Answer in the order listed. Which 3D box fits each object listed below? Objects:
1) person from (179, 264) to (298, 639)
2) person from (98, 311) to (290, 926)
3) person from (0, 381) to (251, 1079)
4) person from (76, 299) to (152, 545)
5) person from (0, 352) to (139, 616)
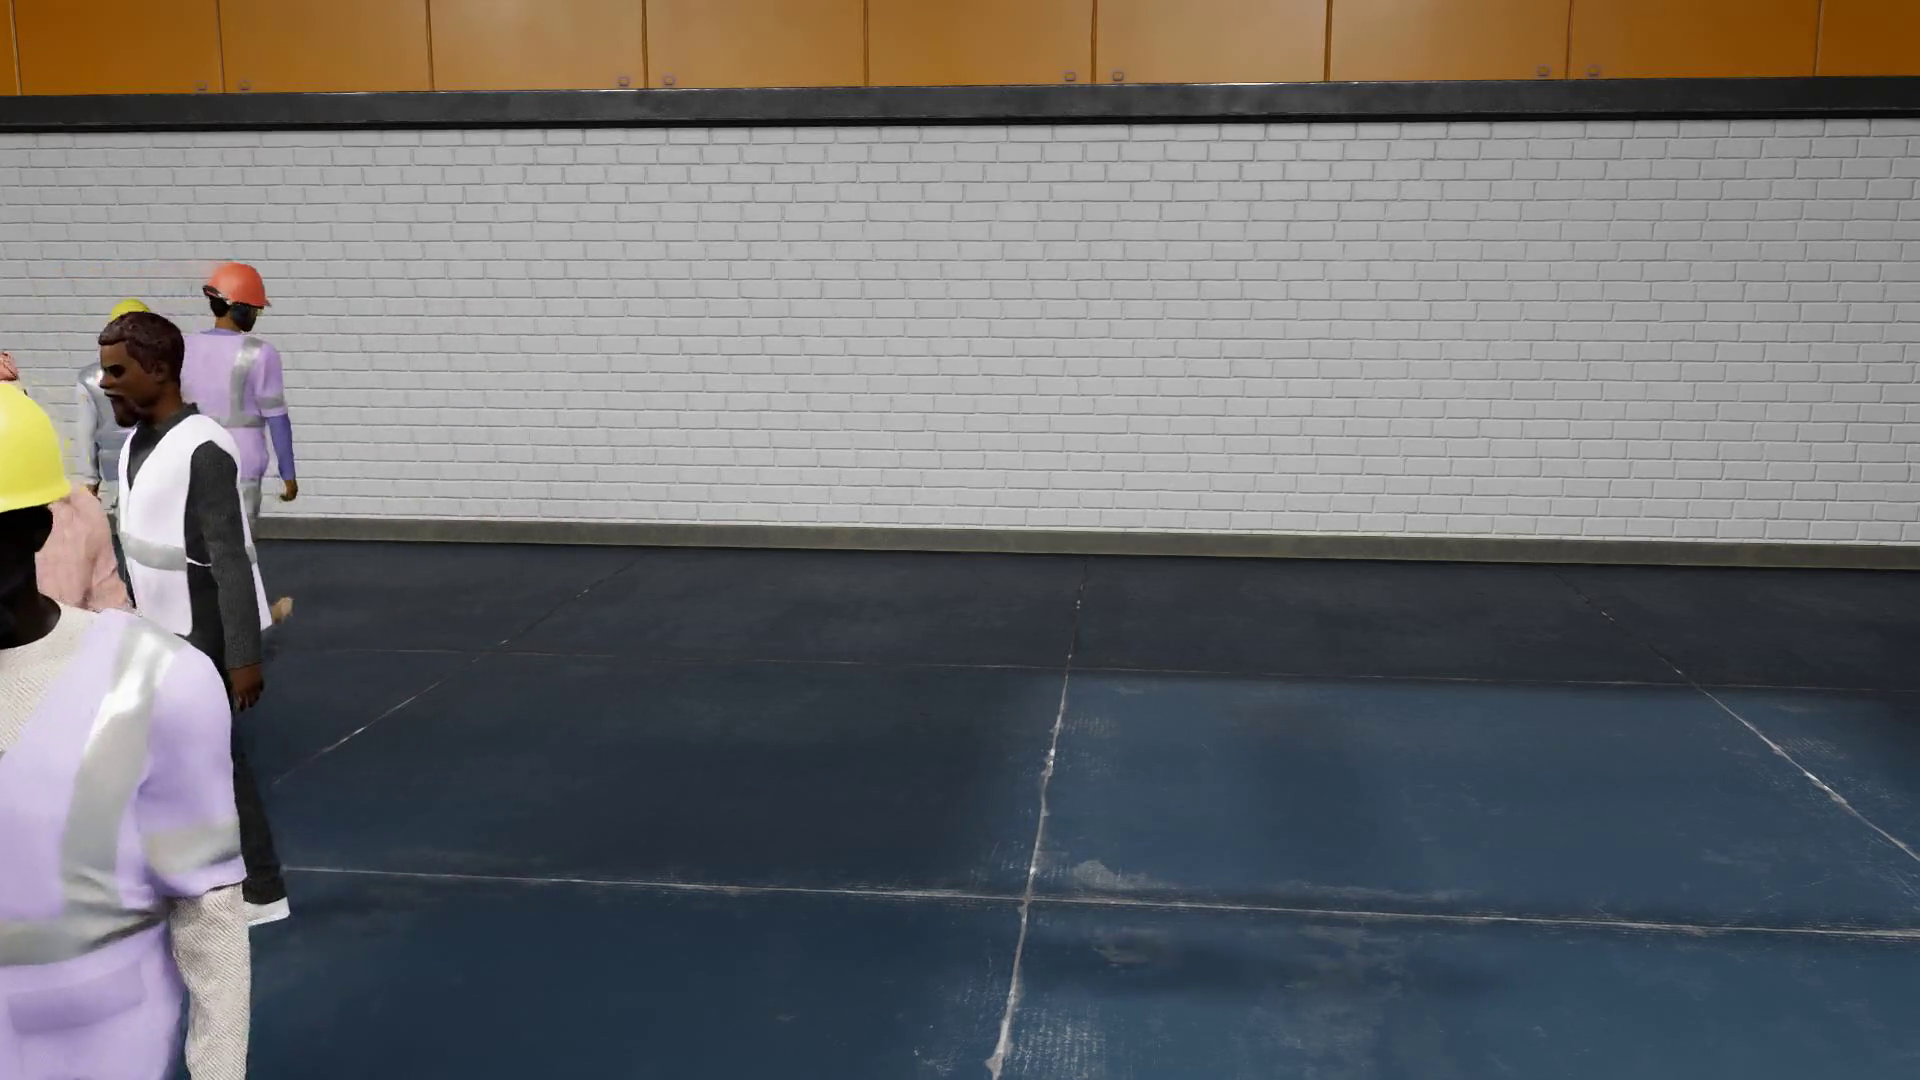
[{"bbox_3d":[-3.645,-0.388,8.469,0.636,1.992,0.975,2,10,14],"label":"person"},{"bbox_3d":[-2.356,0.296,4.826,0.765,1.890,0.625,-9,13,-41],"label":"person"},{"bbox_3d":[-1.292,0.723,2.315,0.604,1.916,0.421,0,10,-1],"label":"person"},{"bbox_3d":[-4.392,-0.387,8.975,0.627,1.807,0.704,-4,11,-23],"label":"person"},{"bbox_3d":[-2.148,0.496,3.800,0.902,1.862,0.654,5,11,26],"label":"person"}]
